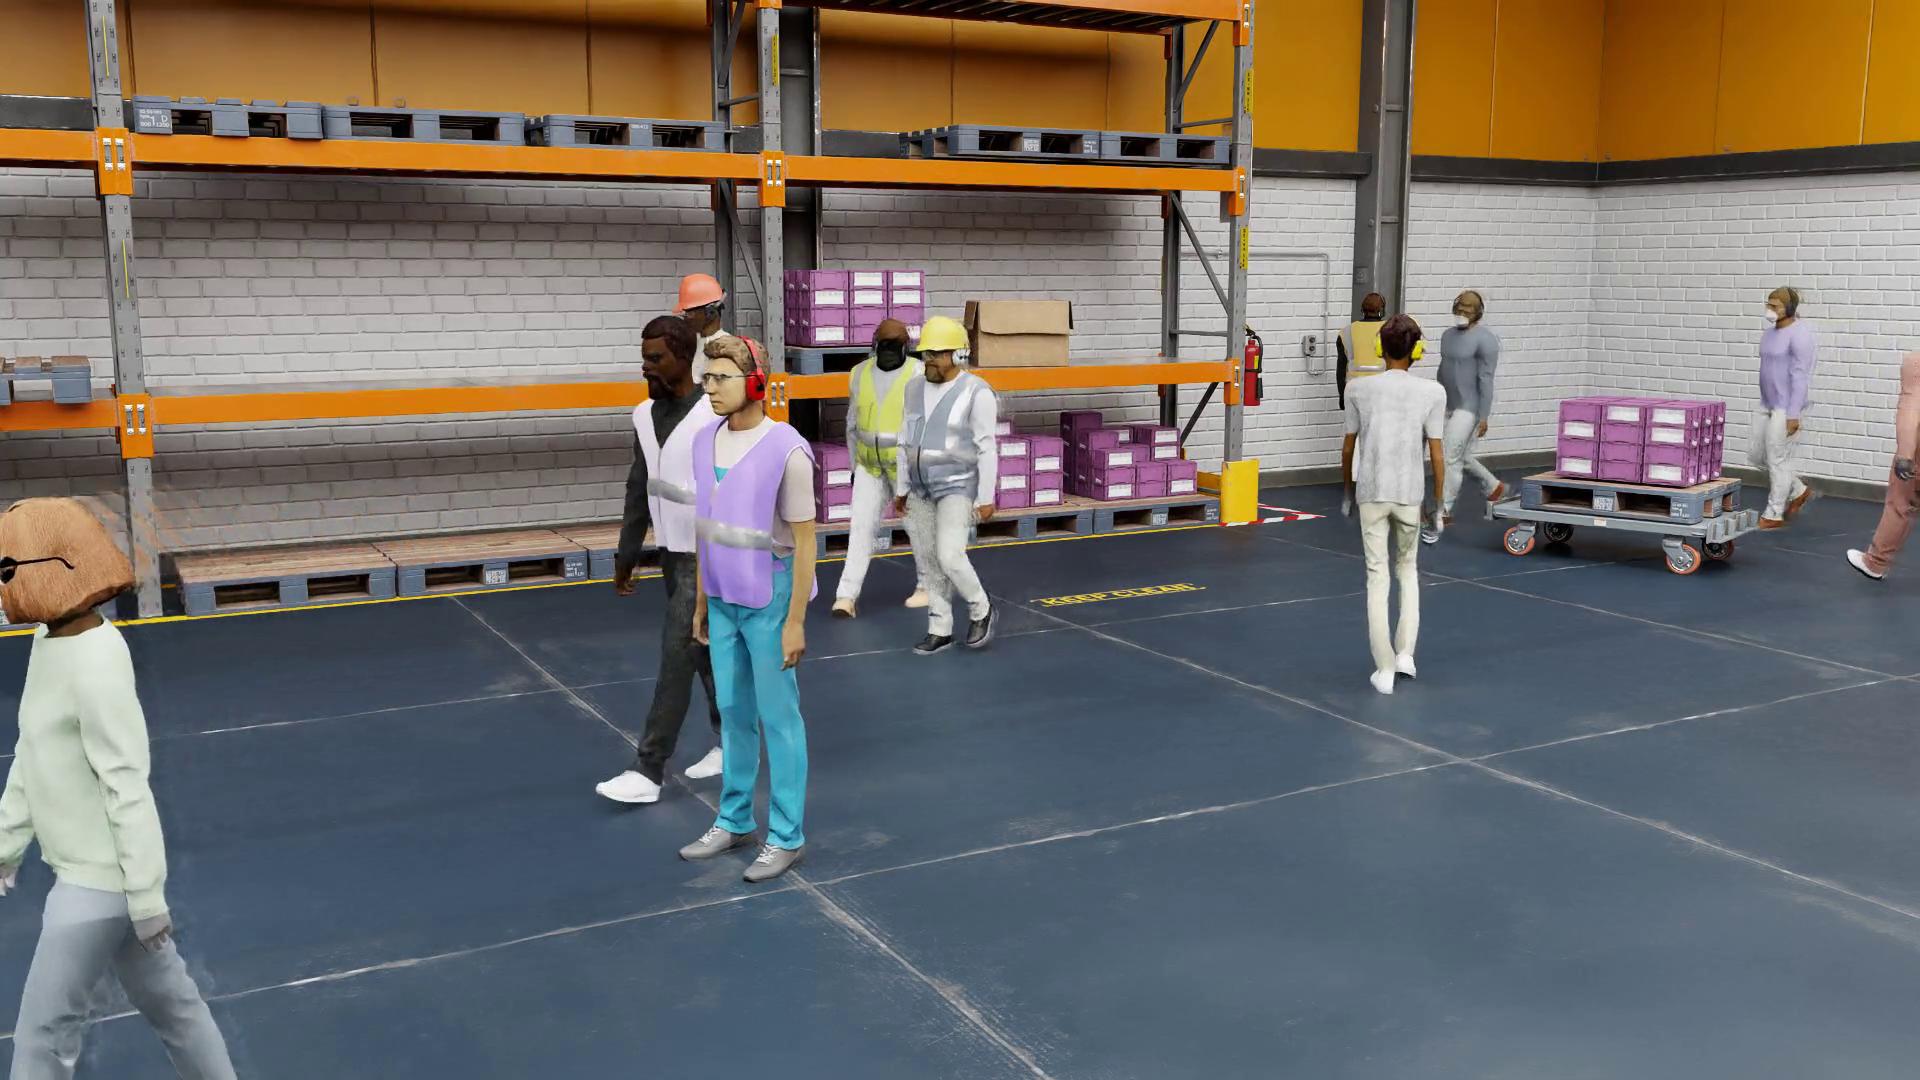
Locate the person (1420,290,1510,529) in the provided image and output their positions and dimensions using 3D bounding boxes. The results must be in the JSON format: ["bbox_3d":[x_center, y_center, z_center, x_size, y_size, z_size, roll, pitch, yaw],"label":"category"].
[{"bbox_3d":[4.064,-1.027,13.174,0.791,1.905,0.642,-3,10,-19],"label":"person"}]

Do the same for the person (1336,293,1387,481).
[{"bbox_3d":[3.743,-1.324,15.154,0.624,1.844,0.429,4,10,24],"label":"person"}]

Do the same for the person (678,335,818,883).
[{"bbox_3d":[-0.699,0.228,5.678,0.564,1.847,0.395,9,13,43],"label":"person"}]

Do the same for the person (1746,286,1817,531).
[{"bbox_3d":[6.482,-1.016,13.023,0.534,1.928,0.630,-1,9,-3],"label":"person"}]

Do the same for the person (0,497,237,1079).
[{"bbox_3d":[-1.920,0.713,3.472,0.827,1.596,0.517,-6,11,-31],"label":"person"}]

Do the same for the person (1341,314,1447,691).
[{"bbox_3d":[2.129,-0.187,8.241,0.484,1.843,0.588,2,9,10],"label":"person"}]

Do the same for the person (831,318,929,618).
[{"bbox_3d":[-0.406,-0.420,9.898,0.651,1.783,0.913,4,10,23],"label":"person"}]

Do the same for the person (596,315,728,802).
[{"bbox_3d":[-1.160,0.075,6.503,0.916,1.876,0.634,-9,13,-44],"label":"person"}]

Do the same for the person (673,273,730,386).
[{"bbox_3d":[-1.502,-0.565,9.946,0.390,2.034,0.605,-5,10,-26],"label":"person"}]

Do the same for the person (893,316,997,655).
[{"bbox_3d":[-0.090,-0.277,8.858,0.607,1.820,0.412,8,13,42],"label":"person"}]

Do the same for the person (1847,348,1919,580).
[{"bbox_3d":[6.210,-0.592,10.651,0.676,1.851,1.004,-1,9,-6],"label":"person"}]
